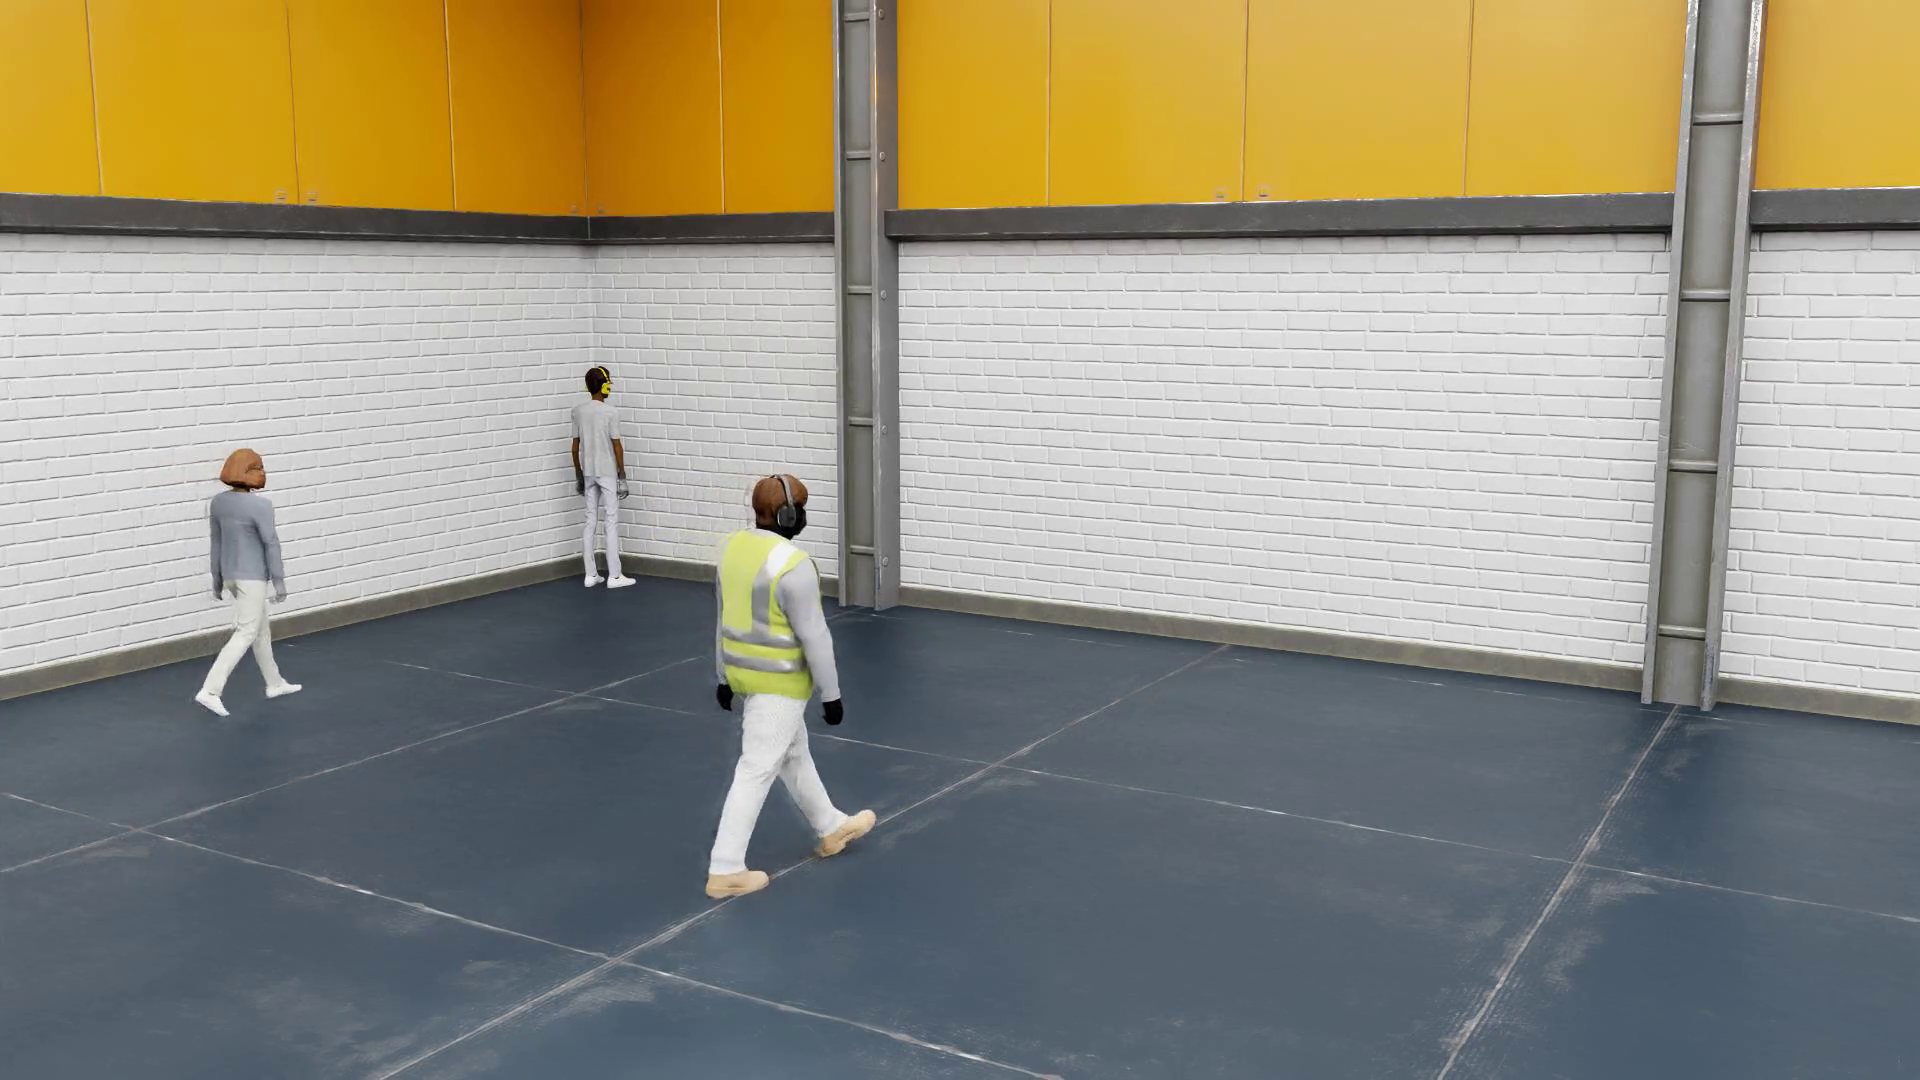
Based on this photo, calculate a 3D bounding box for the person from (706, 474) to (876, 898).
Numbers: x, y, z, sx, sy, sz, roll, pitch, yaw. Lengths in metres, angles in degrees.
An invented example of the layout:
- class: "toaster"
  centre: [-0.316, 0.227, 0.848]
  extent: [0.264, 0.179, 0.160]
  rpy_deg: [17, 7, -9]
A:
- class: "person"
  centre: [-0.751, 0.604, 7.233]
  extent: [0.974, 1.786, 0.654]
  rpy_deg: [-6, 11, -35]

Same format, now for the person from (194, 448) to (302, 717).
- class: "person"
  centre: [-4.363, 0.242, 10.085]
  extent: [0.512, 1.602, 0.814]
  rpy_deg: [5, 10, 27]

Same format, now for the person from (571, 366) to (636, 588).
- class: "person"
  centre: [-3.027, -0.527, 14.040]
  extent: [0.517, 1.874, 0.327]
  rpy_deg: [4, 10, 23]
